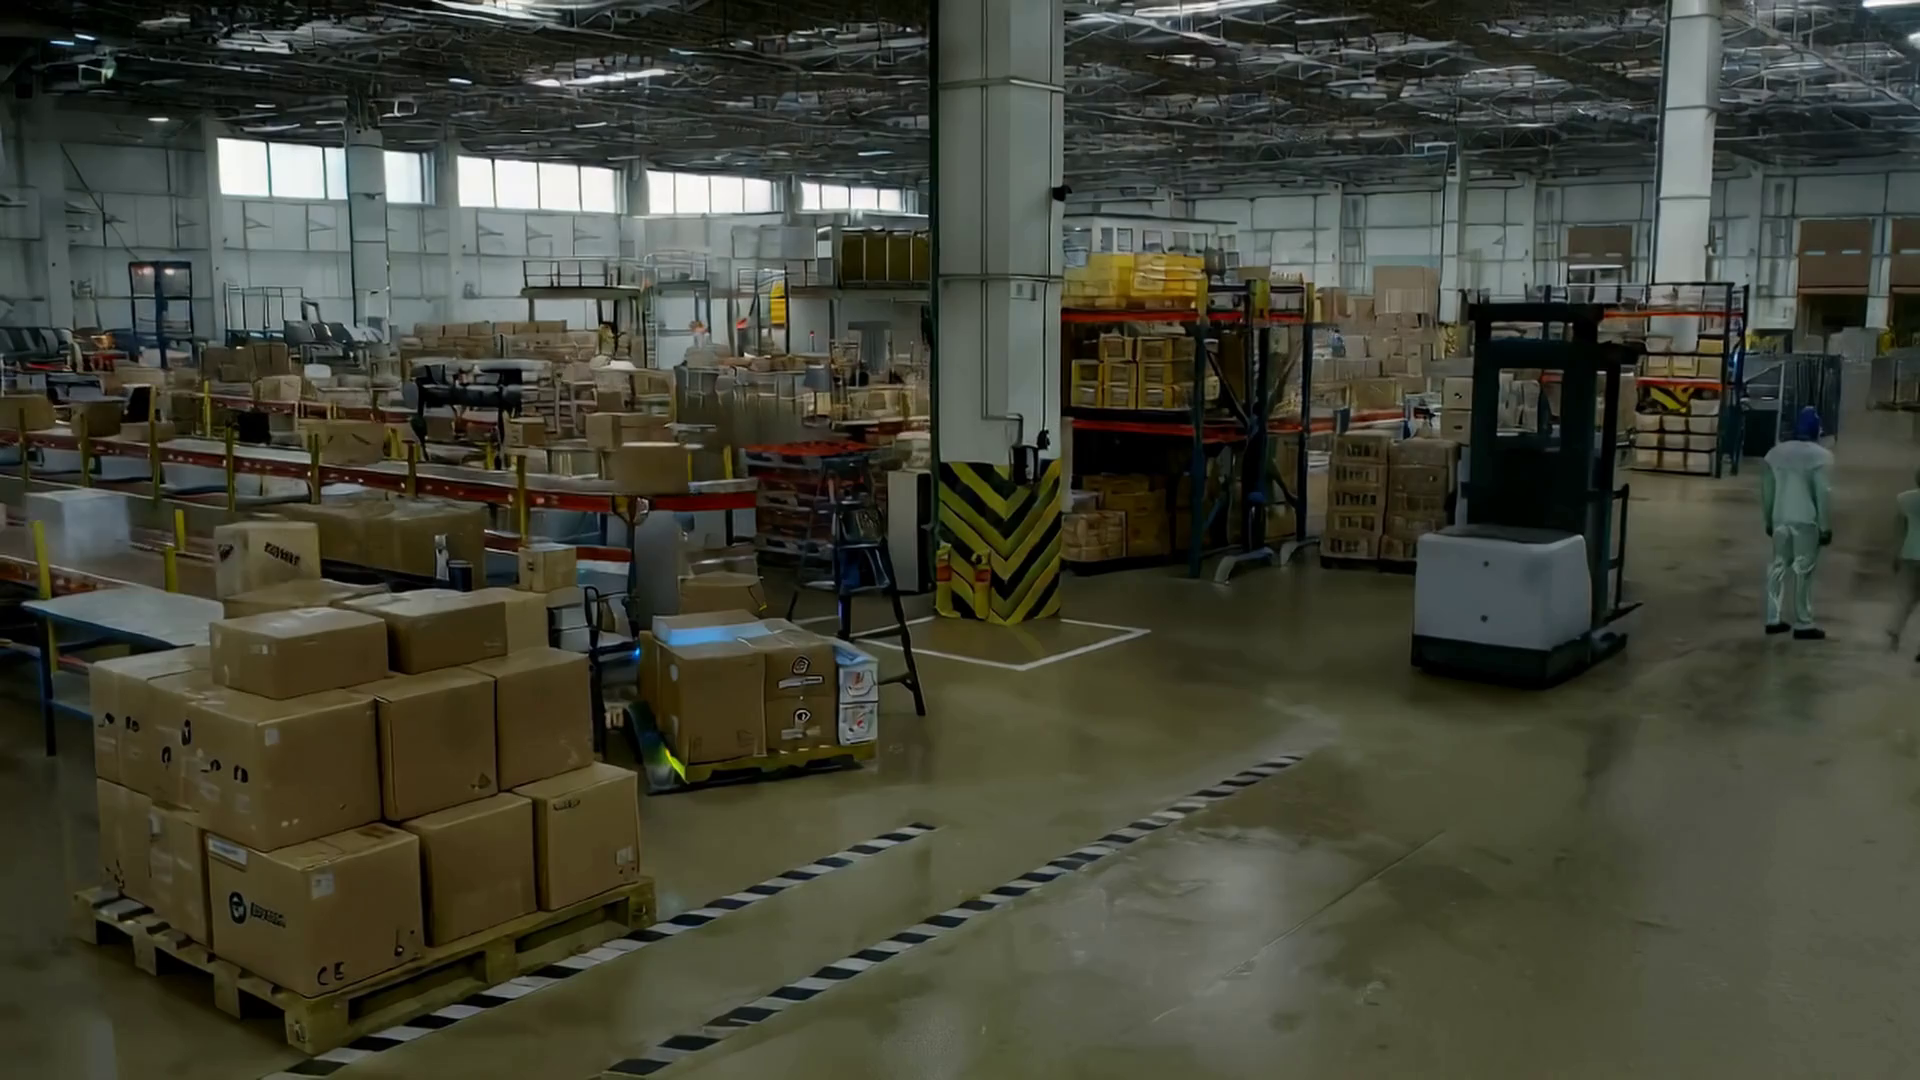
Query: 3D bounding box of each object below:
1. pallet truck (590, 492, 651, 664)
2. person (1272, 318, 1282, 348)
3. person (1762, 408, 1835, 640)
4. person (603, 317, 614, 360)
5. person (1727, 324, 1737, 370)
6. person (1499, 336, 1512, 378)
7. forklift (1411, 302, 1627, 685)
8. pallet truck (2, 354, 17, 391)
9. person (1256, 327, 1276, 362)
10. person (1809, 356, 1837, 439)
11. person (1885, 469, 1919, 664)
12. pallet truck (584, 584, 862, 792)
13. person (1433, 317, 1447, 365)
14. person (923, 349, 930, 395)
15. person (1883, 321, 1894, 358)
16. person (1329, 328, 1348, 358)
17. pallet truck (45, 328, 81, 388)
[{"bbox_3d":[-3.115,0.344,12.883,0.653,1.274,1.630,7,11,37],"label":"pallet truck"},{"bbox_3d":[13.882,-8.830,72.916,0.429,1.840,0.630,2,9,15],"label":"person"},{"bbox_3d":[7.037,-0.136,13.972,0.371,1.940,0.627,-4,9,-26],"label":"person"},{"bbox_3d":[-15.208,-8.705,71.925,0.354,1.883,0.573,6,10,36],"label":"person"},{"bbox_3d":[28.991,-7.237,62.501,0.493,1.742,0.300,-2,9,-14],"label":"person"},{"bbox_3d":[13.245,-4.013,40.331,0.328,1.876,0.513,8,12,44],"label":"person"},{"bbox_3d":[4.379,-0.438,12.852,1.129,2.768,1.873,7,11,37],"label":"forklift"},{"bbox_3d":[-24.881,-4.417,42.634,1.885,1.965,0.823,8,11,41],"label":"pallet truck"},{"bbox_3d":[8.795,-5.161,47.652,0.631,2.001,0.529,-2,9,-10],"label":"person"},{"bbox_3d":[17.209,-2.856,33.217,0.537,1.670,0.643,-2,9,-12],"label":"person"},{"bbox_3d":[7.518,0.172,12.967,0.381,1.625,0.500,-6,10,-34],"label":"person"},{"bbox_3d":[-1.426,0.805,10.019,1.601,1.201,0.680,-4,9,-26],"label":"pallet truck"},{"bbox_3d":[19.496,-8.080,67.581,0.368,1.932,0.623,-6,10,-34],"label":"person"},{"bbox_3d":[-0.530,-3.313,36.132,0.554,1.719,0.878,0,8,1],"label":"person"},{"bbox_3d":[33.166,-6.877,59.506,0.396,1.919,0.582,3,9,22],"label":"person"},{"bbox_3d":[11.494,-5.483,50.355,0.530,1.832,0.879,-2,9,-12],"label":"person"},{"bbox_3d":[-23.775,-4.544,43.495,1.885,1.965,0.823,6,10,35],"label":"pallet truck"}]
